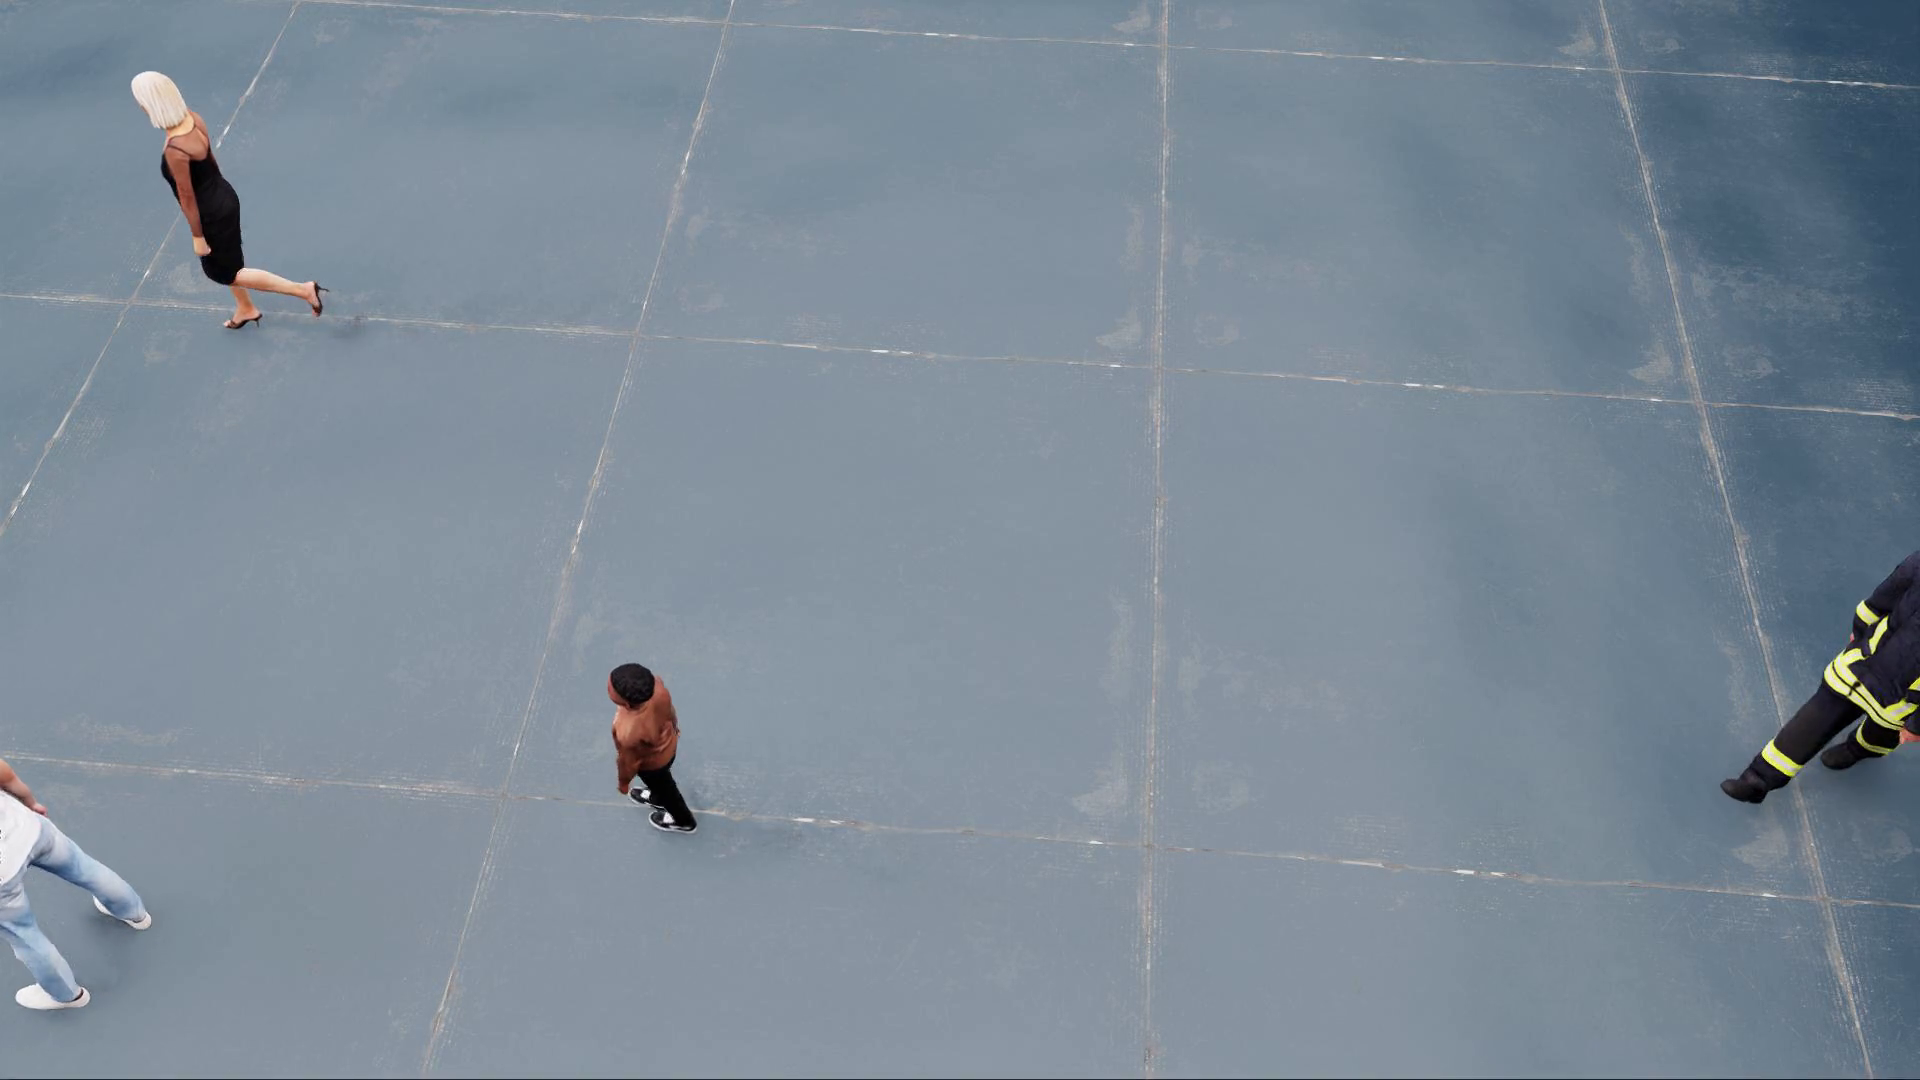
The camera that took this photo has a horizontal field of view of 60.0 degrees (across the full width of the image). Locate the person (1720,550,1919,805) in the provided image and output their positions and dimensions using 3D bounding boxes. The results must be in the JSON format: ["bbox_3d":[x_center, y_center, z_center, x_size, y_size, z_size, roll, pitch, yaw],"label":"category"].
[{"bbox_3d":[4.079,0.526,7.048,1.338,1.863,1.195,-22,55,-16],"label":"person"}]

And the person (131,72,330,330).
[{"bbox_3d":[-3.908,-1.736,8.885,0.951,1.729,0.732,-5,52,-4],"label":"person"}]

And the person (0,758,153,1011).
[{"bbox_3d":[-3.742,1.227,6.514,0.645,1.848,0.751,9,53,7],"label":"person"}]

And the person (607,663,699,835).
[{"bbox_3d":[-1.263,0.917,7.137,0.614,1.244,0.576,11,53,9],"label":"person"}]
